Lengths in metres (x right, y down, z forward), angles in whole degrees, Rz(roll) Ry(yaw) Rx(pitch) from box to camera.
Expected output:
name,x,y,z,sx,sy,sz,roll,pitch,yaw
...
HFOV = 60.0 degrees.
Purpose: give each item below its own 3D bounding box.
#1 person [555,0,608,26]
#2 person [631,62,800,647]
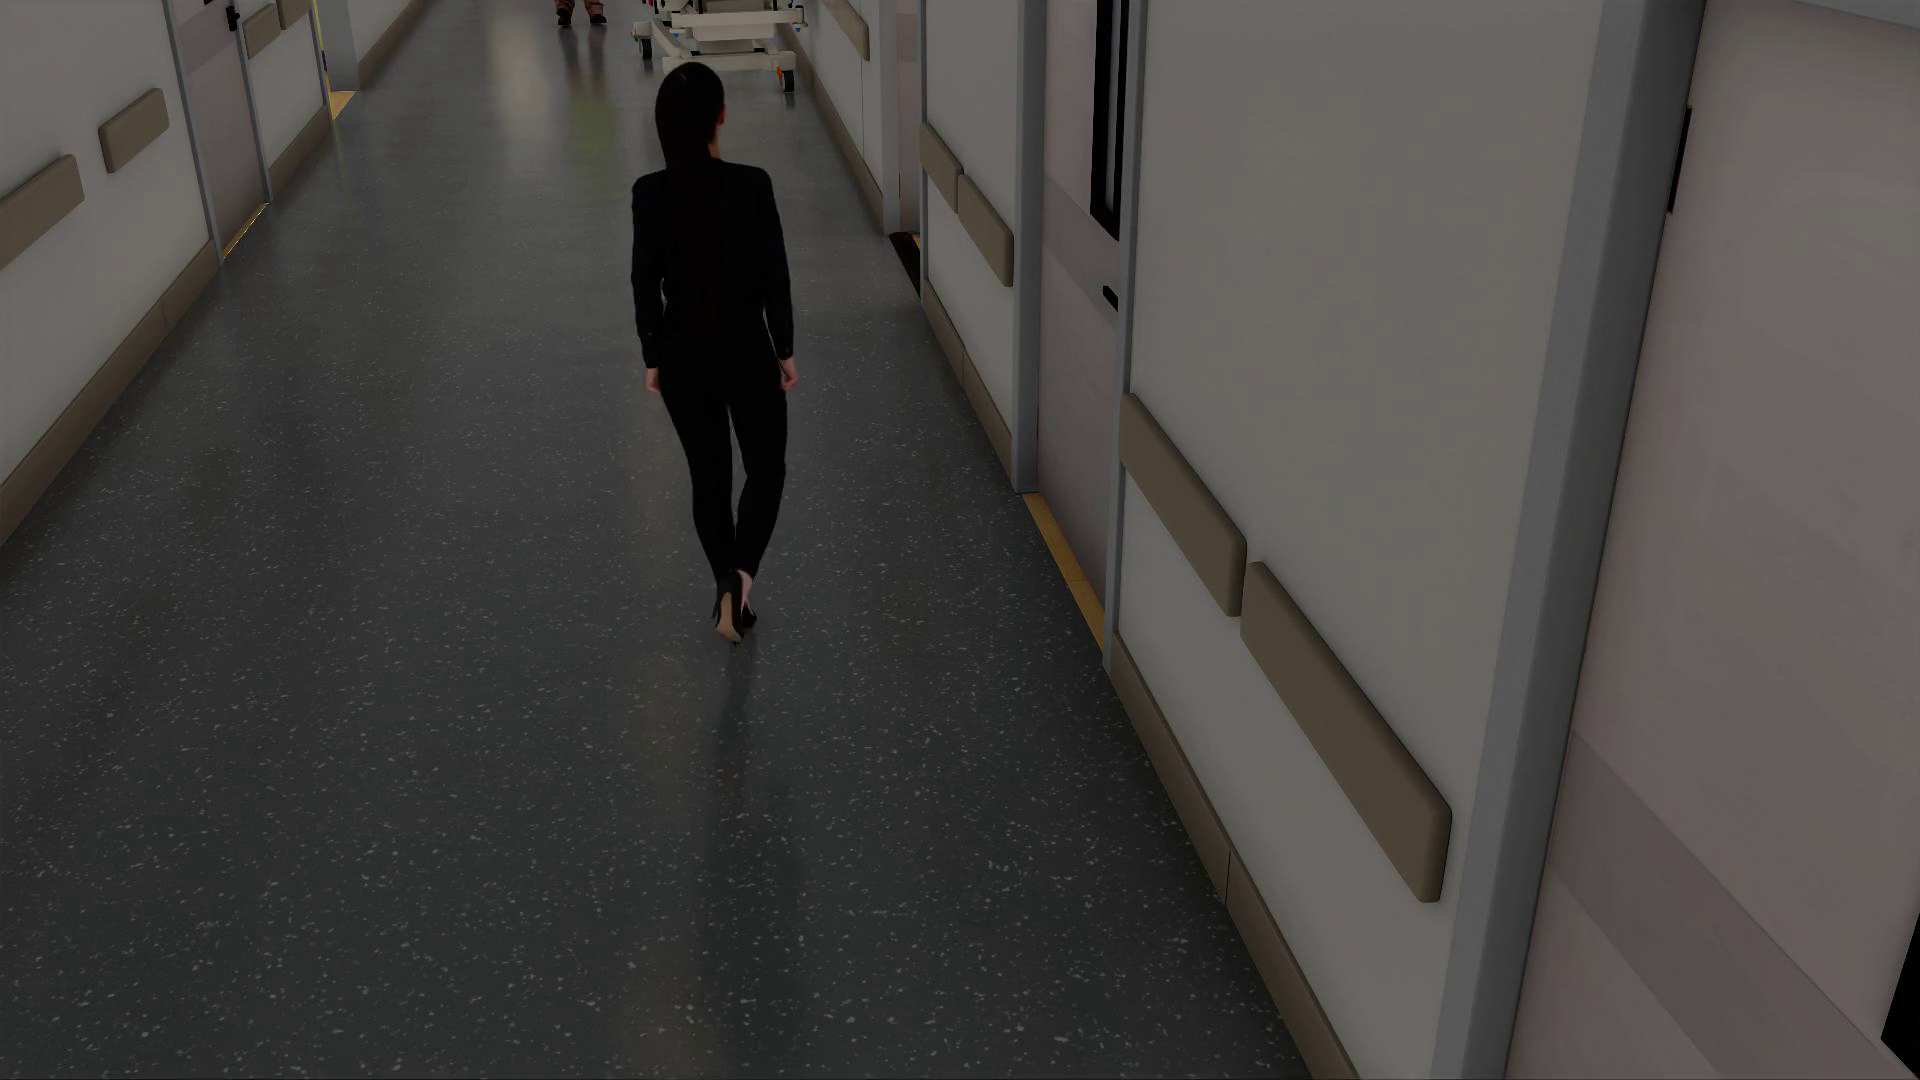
name,x,y,z,sx,sy,sz,roll,pitch,yaw
person,-3.601,-5.749,15.451,0.694,1.847,0.794,-8,27,-17
person,-0.665,-0.431,4.585,0.769,1.705,0.746,1,26,2
